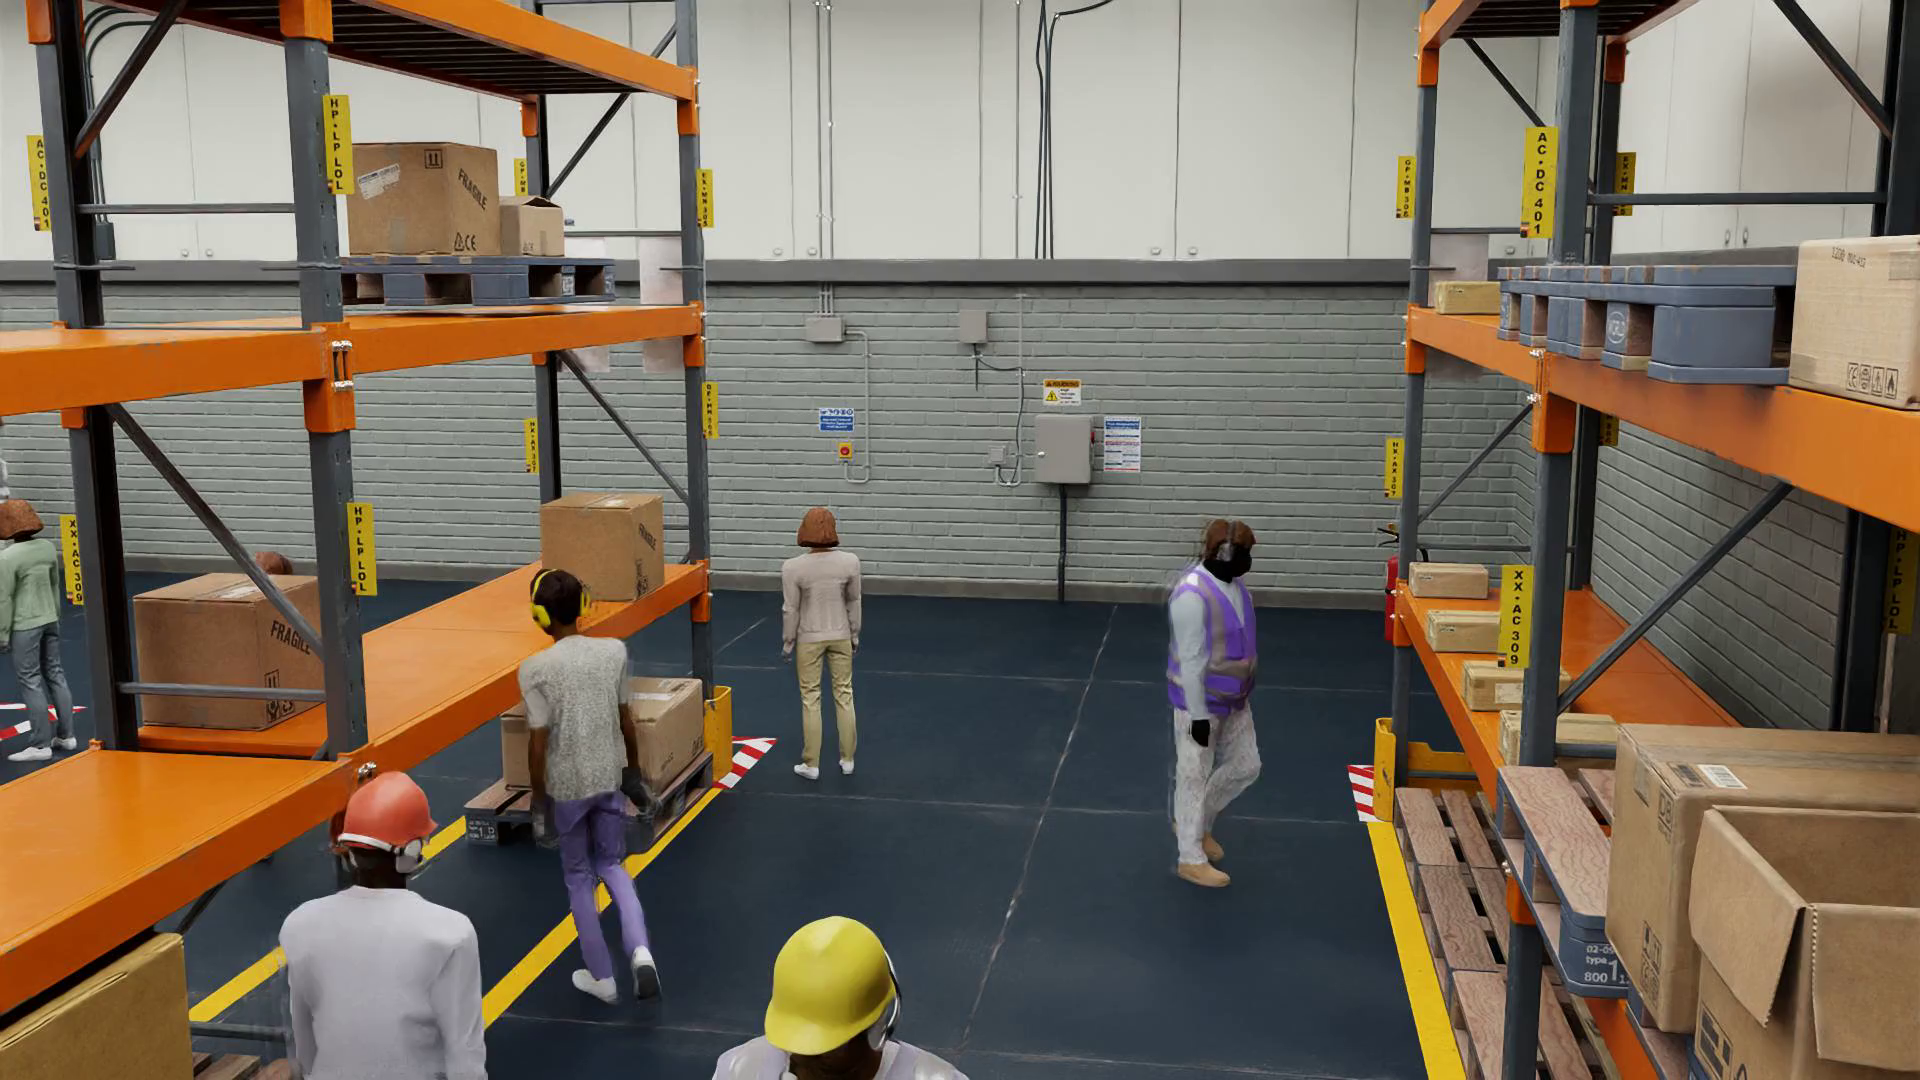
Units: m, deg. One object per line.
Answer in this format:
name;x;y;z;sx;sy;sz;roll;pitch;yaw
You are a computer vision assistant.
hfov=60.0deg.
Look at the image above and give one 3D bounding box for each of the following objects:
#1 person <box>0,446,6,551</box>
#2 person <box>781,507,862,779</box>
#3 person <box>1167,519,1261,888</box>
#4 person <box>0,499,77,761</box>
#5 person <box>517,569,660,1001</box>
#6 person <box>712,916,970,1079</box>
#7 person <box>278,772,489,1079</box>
person;-9.438;-0.410;15.961;0.574;1.738;0.352;3;10;21
person;-0.826;0.615;9.956;0.497;1.634;0.279;-4;10;-23
person;1.240;0.802;8.228;0.439;1.824;0.646;8;12;41
person;-5.785;0.551;10.367;0.288;1.627;0.502;1;9;9
person;-1.490;1.029;6.750;0.559;1.843;0.534;-8;12;-39
person;-0.247;1.603;3.283;0.587;1.822;0.403;1;9;9
person;-1.477;1.450;4.504;0.590;1.720;0.791;2;9;9
